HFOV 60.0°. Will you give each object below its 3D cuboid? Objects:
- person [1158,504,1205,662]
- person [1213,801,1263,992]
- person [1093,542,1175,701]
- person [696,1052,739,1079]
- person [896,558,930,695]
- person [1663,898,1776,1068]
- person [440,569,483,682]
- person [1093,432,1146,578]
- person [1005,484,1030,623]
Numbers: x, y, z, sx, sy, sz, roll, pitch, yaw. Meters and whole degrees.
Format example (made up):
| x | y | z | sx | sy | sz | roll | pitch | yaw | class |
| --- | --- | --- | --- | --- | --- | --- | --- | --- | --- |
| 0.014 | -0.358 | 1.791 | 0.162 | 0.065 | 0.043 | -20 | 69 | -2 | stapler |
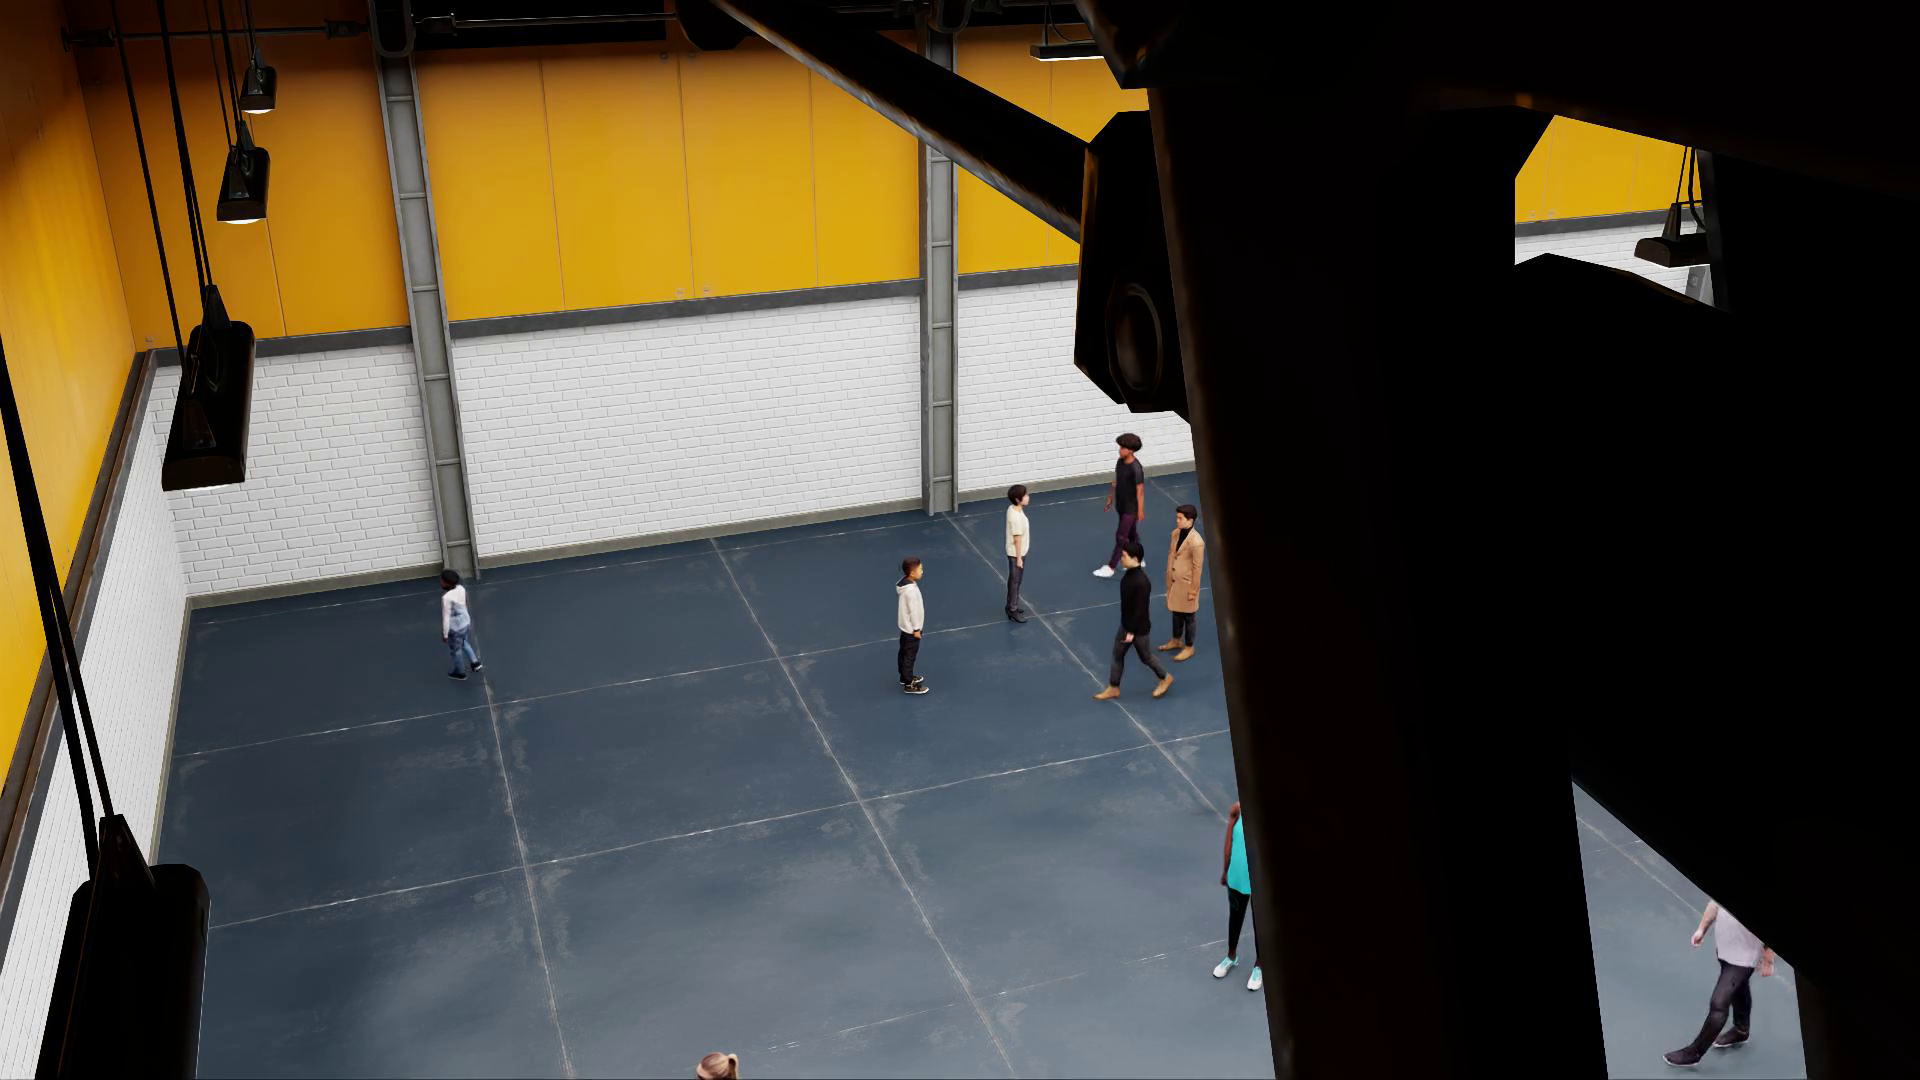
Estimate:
| x | y | z | sx | sy | sz | roll | pitch | yaw | class |
| --- | --- | --- | --- | --- | --- | --- | --- | --- | --- |
| 2.375 | 0.420 | 17.571 | 0.675 | 1.727 | 0.687 | -13 | 27 | -28 | person |
| 2.213 | 2.557 | 12.577 | 0.682 | 1.810 | 0.702 | 16 | 28 | 32 | person |
| 1.829 | 0.830 | 16.662 | 1.071 | 1.703 | 0.648 | -9 | 25 | -20 | person |
| -1.379 | 3.756 | 9.973 | 0.576 | 1.700 | 0.591 | -15 | 28 | -31 | person |
| -0.516 | 0.854 | 16.923 | 0.553 | 1.450 | 0.605 | -5 | 24 | -11 | person |
| 5.615 | 2.889 | 11.821 | 1.064 | 1.809 | 0.776 | -4 | 24 | -9 | person |
| -5.136 | 0.876 | 17.116 | 0.716 | 1.256 | 0.652 | 9 | 25 | 20 | person |
| 2.045 | -0.429 | 19.480 | 0.977 | 1.754 | 0.614 | -8 | 25 | -18 | person |
| 0.629 | 0.129 | 18.411 | 0.573 | 1.587 | 0.644 | -1 | 24 | -3 | person |
